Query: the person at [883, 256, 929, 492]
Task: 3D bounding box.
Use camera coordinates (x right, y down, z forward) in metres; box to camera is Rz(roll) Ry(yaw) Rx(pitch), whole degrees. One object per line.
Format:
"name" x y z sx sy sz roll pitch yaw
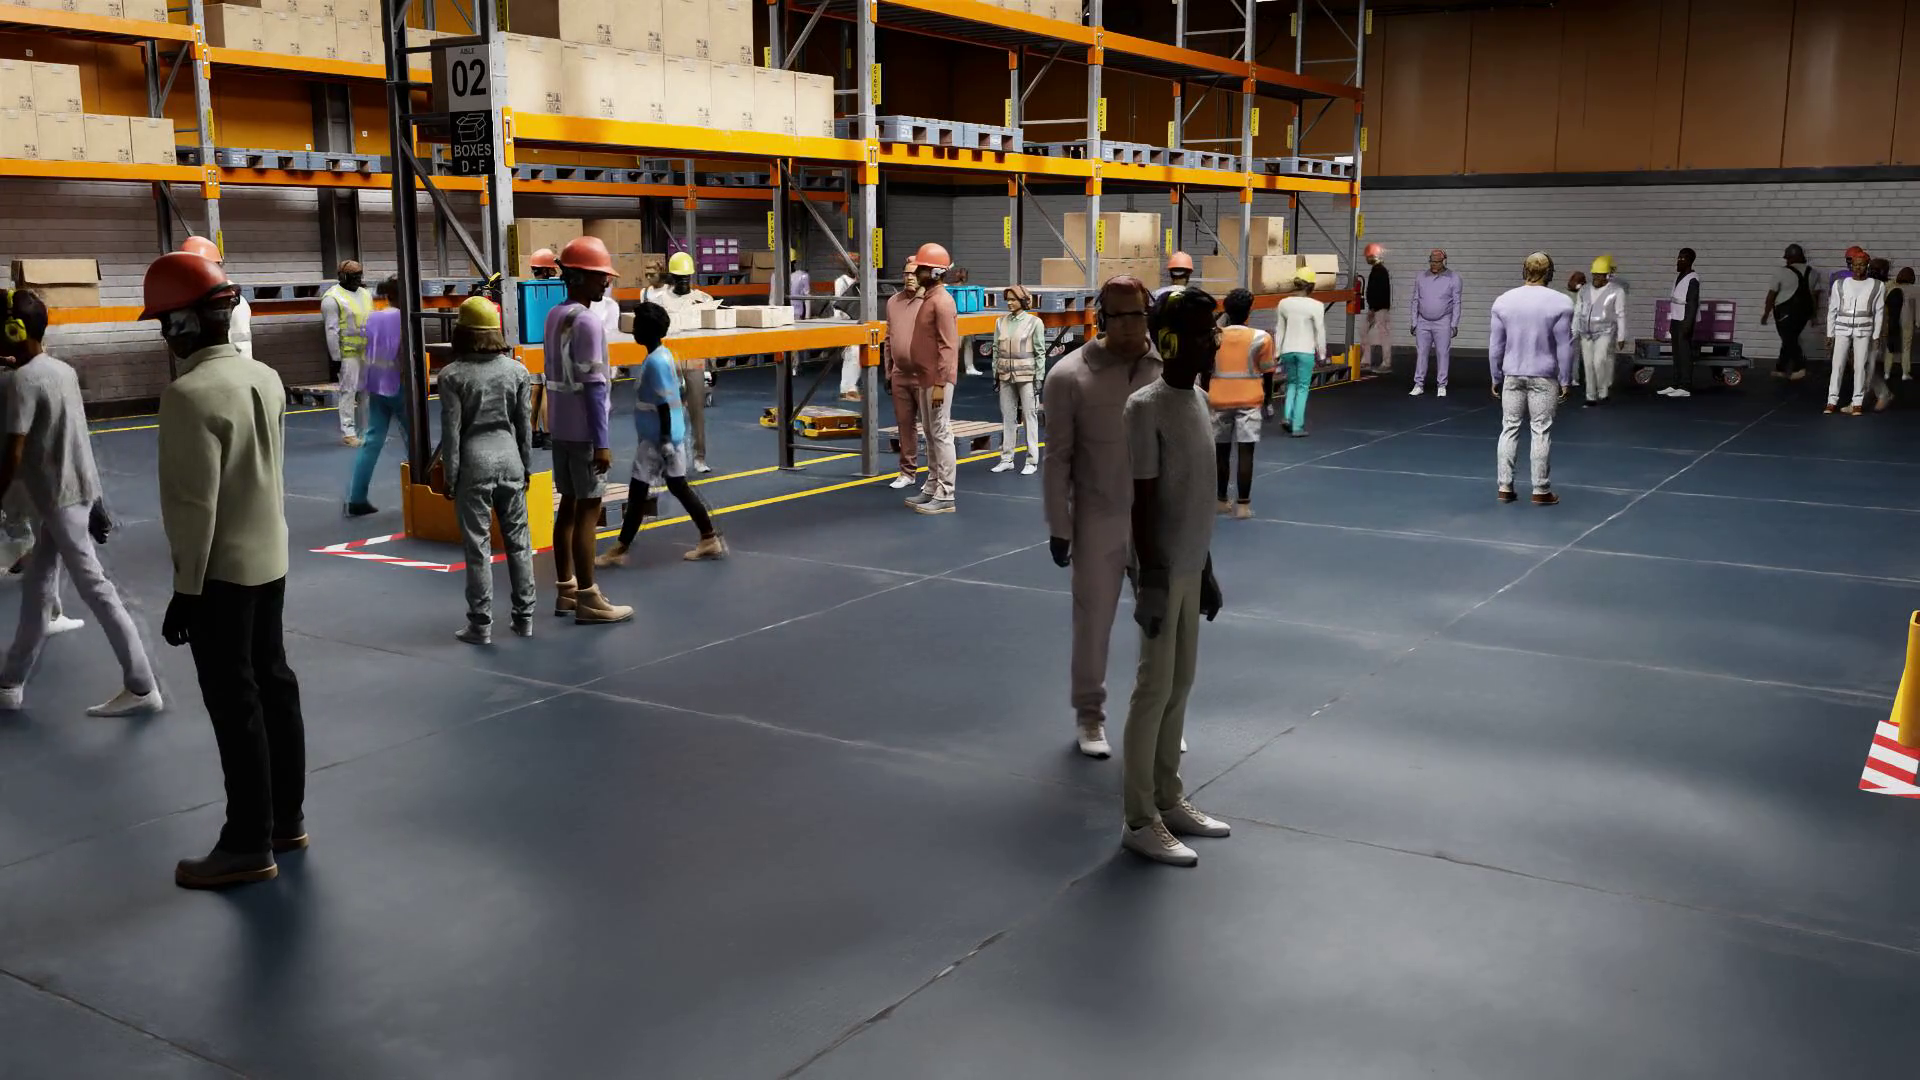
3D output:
"person" -0.359 -1.334 13.437 0.642 1.901 0.402 7 12 34

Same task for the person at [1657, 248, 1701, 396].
"person" 9.404 -2.826 21.625 0.392 1.922 0.591 0 10 2

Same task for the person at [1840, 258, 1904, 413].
"person" 10.754 -2.400 19.549 0.797 1.819 0.633 -2 10 -12

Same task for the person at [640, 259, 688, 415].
"person" -3.307 -2.206 18.493 0.517 1.819 0.538 5 11 25

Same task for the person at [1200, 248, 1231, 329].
"person" 3.825 -3.330 24.403 0.617 1.931 0.915 9 14 40

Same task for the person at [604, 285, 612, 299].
"person" -4.256 -2.323 18.807 0.655 1.924 0.659 4 11 20

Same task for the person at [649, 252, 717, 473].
"person" -2.395 -1.525 14.428 0.588 1.919 0.398 -4 11 -20

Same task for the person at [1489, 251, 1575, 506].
"person" 4.361 -1.228 12.717 0.635 1.937 0.354 8 13 38

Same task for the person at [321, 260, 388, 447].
"person" -5.969 -1.832 16.384 0.429 1.830 0.635 4 11 20

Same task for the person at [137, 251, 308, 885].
"person" -2.335 0.094 5.266 0.393 1.985 0.611 0 10 3

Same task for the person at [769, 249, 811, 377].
"person" -2.541 -3.350 24.611 0.597 1.891 0.866 2 10 12

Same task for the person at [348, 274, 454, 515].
"person" -4.190 -1.089 12.411 0.607 1.779 1.015 6 12 30

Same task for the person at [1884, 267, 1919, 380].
"person" 13.674 -3.139 24.152 0.509 1.632 0.266 8 13 39

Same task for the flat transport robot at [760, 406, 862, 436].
"flat transport robot" -1.524 -1.264 17.541 0.652 0.197 1.431 -6 12 -30

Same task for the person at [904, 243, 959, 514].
"person" -0.199 -1.197 12.386 0.375 1.997 0.612 -3 11 -14

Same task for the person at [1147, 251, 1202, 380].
"person" 1.968 -1.666 15.199 0.562 1.919 0.518 6 12 30

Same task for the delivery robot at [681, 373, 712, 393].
"delivery robot" -3.253 -1.887 19.946 0.477 0.478 0.707 3 11 16

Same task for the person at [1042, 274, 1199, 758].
"person" 0.647 -0.084 6.532 0.652 1.899 0.399 -2 10 -11

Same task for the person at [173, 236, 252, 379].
"person" -5.164 -1.054 11.468 0.606 2.044 0.374 3 11 17

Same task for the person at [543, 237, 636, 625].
"person" -1.983 -0.575 8.830 0.400 2.037 0.610 -6 12 -32

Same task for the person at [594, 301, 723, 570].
"person" -1.885 -0.649 10.312 0.849 1.650 0.539 -1 10 -7

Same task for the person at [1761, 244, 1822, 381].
"person" 12.121 -3.347 24.174 0.694 2.000 1.038 -1 10 -7

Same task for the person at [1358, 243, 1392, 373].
"person" 6.296 -3.525 25.366 0.712 1.957 0.645 0 10 -1

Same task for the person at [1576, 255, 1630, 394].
"person" 8.427 -2.800 21.779 0.640 1.820 0.403 -1 10 -6

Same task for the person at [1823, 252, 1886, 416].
"person" 10.349 -2.381 19.261 0.574 1.883 0.355 6 12 31

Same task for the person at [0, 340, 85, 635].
"person" -4.773 -0.292 8.406 0.512 1.619 0.489 3 11 18

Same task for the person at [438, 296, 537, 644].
"person" -2.387 -0.349 8.395 0.494 1.745 0.314 -9 13 -40

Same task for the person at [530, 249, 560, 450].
"person" -4.006 -1.840 16.112 0.362 1.935 0.553 -8 13 -39

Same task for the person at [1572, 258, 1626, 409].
"person" 7.617 -2.462 19.904 0.462 1.811 0.611 -8 13 -38

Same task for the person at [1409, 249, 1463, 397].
"person" 6.149 -2.804 21.563 0.639 1.902 0.406 6 12 30

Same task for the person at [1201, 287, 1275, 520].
"person" 2.019 -0.995 12.139 0.547 1.694 0.342 4 11 23

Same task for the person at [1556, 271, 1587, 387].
"person" 8.547 -2.965 23.298 0.525 1.597 0.808 2 10 10

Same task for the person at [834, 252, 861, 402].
"person" -1.283 -2.659 20.839 0.609 1.864 0.593 4 11 20

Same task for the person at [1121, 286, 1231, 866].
"person" 0.719 0.111 5.479 0.328 1.875 0.513 6 12 30

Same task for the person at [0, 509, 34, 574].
"person" -5.820 -0.694 9.824 0.500 1.925 0.630 -6 12 -30

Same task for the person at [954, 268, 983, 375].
"person" -0.050 -3.279 24.976 0.715 1.612 0.525 1 10 4

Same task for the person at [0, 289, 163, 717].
"person" -3.888 -0.128 6.985 0.960 1.814 0.499 -2 11 -13

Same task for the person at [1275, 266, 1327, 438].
"person" 3.509 -1.922 17.081 0.542 1.750 0.390 9 14 41

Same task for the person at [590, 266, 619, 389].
"person" -3.248 -1.505 14.434 0.608 1.876 0.671 -2 10 -12

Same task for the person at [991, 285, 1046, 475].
"person" 0.502 -1.380 14.387 0.521 1.638 0.311 7 12 35

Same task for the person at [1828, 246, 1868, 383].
"person" 12.648 -3.205 23.671 0.542 1.939 0.366 9 14 42
